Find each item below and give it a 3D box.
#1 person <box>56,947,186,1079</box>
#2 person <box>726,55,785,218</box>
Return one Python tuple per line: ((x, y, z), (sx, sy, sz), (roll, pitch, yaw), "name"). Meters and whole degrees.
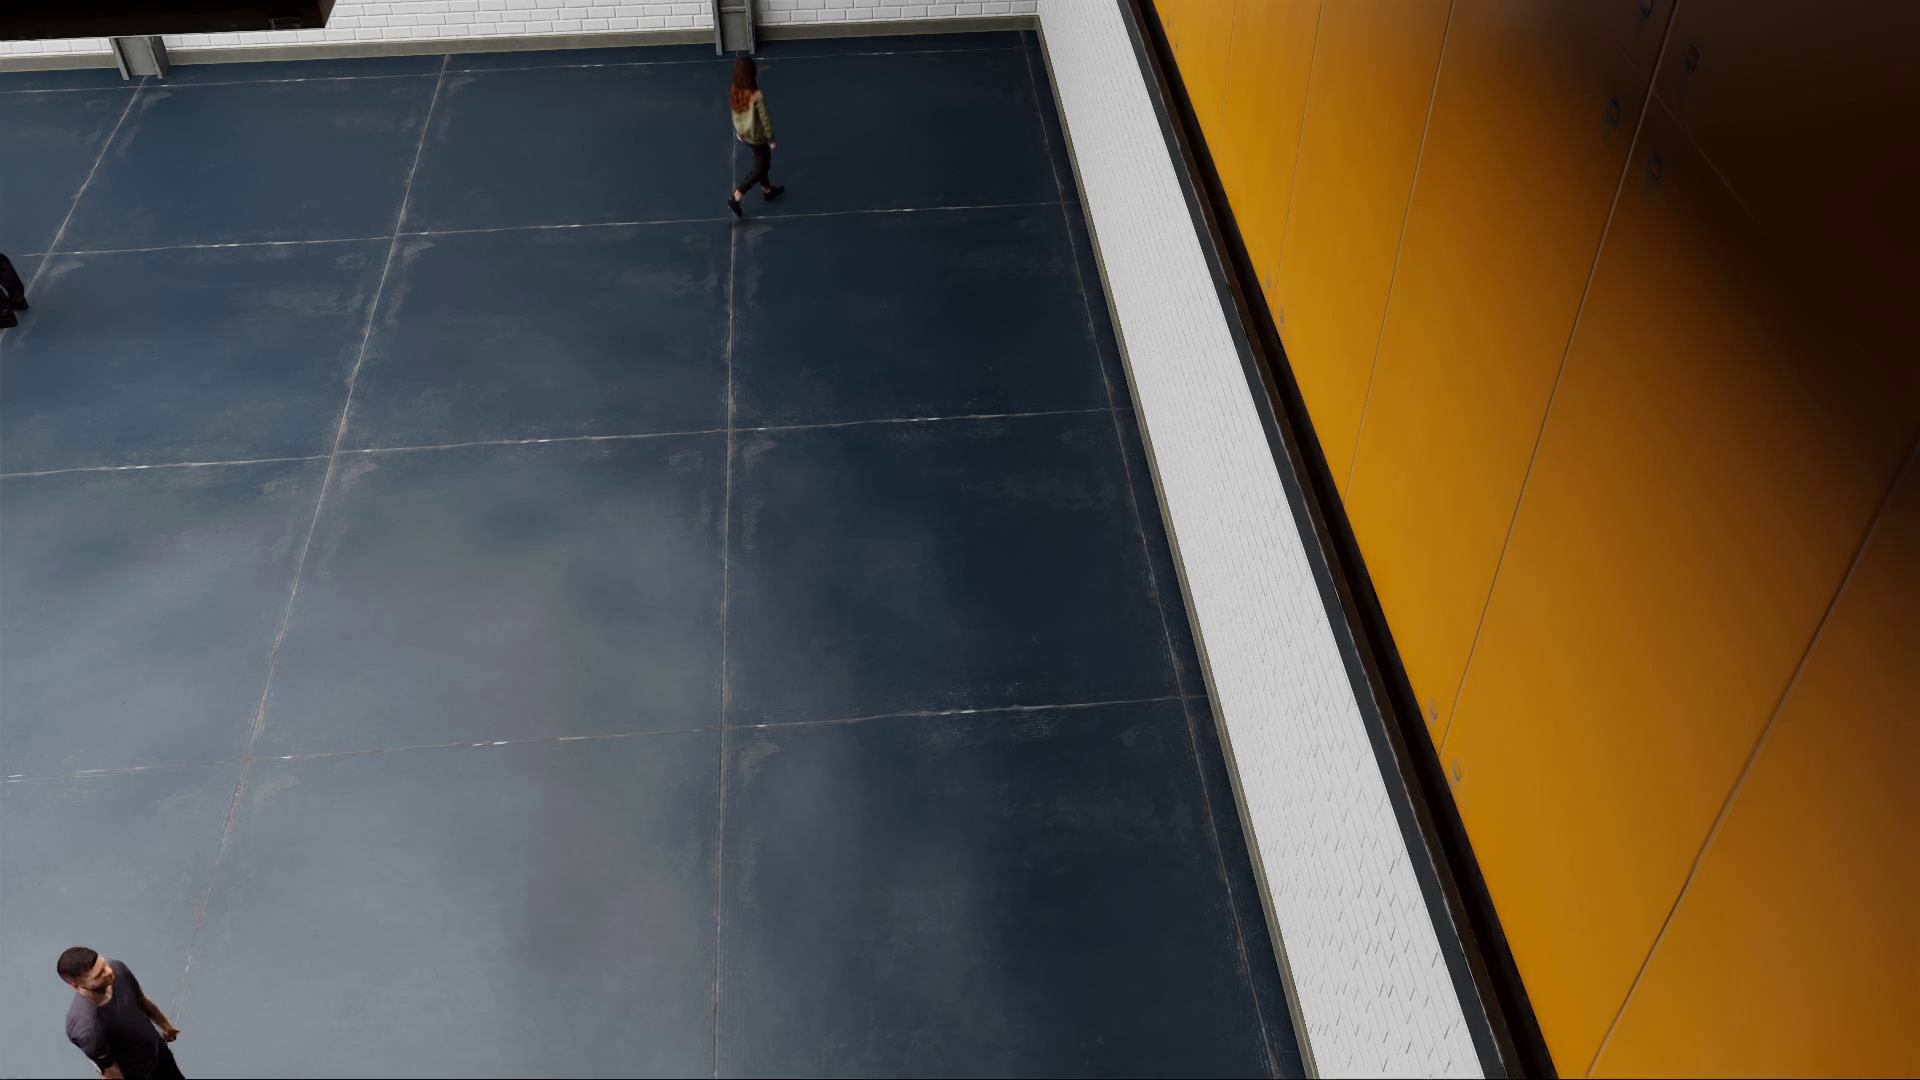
((-4.060, 2.528, 8.056), (0.692, 1.757, 0.643), (-3, 44, -3), "person")
((-1.853, -3.529, 14.631), (1.016, 1.457, 0.893), (-32, 52, -29), "person")
